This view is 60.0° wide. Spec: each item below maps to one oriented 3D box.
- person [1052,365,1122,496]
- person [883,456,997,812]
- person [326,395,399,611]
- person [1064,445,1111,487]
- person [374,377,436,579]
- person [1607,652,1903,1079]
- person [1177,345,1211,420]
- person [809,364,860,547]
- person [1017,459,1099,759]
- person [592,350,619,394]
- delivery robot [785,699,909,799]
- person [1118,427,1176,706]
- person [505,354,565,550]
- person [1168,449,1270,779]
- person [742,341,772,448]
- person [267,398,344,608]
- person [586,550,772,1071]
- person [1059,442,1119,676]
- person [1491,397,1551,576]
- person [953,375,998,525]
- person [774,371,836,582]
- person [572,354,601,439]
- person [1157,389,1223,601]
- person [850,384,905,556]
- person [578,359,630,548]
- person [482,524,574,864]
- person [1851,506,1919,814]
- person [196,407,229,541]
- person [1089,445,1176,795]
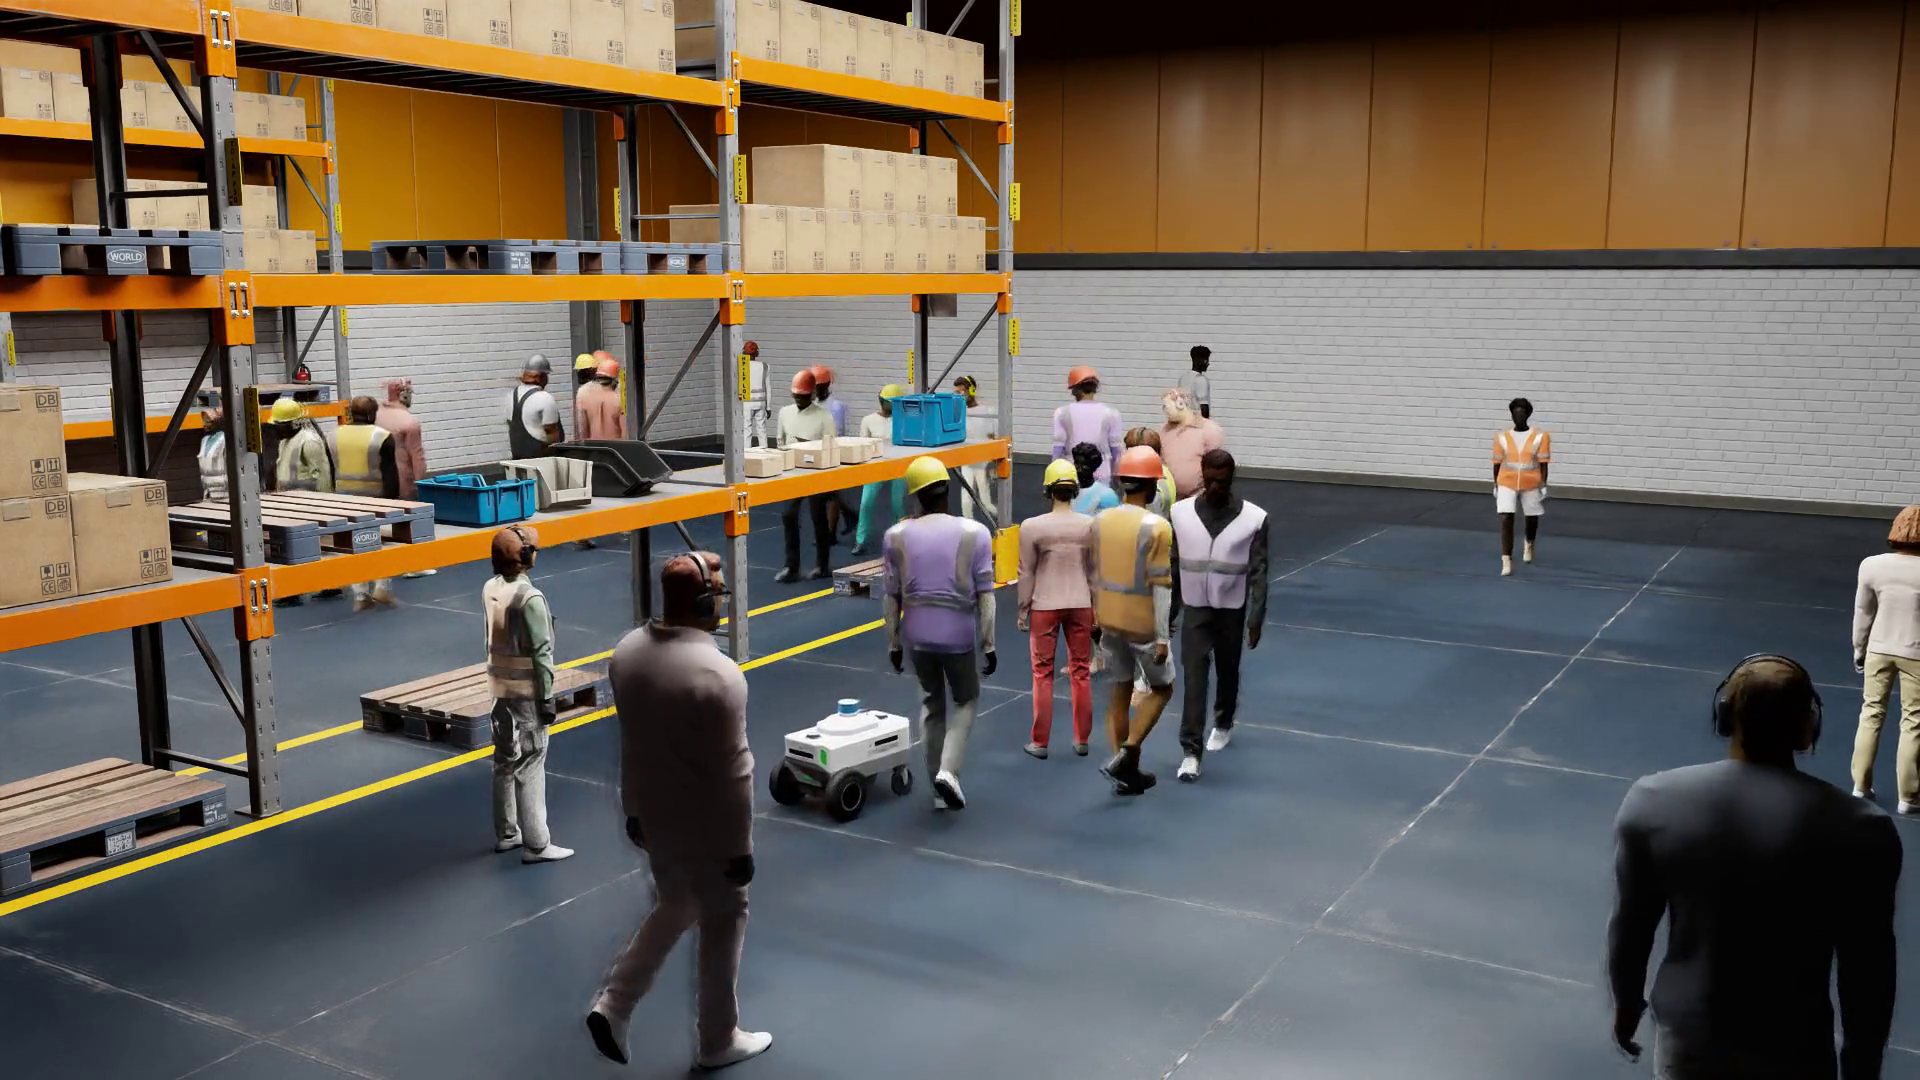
[{"bbox_3d":[1.158,-0.575,15.090,0.653,2.009,0.572,0,9,2],"label":"person"},{"bbox_3d":[-0.103,0.509,8.711,0.621,1.888,0.463,2,9,15],"label":"person"},{"bbox_3d":[-5.001,-0.310,14.038,0.656,1.822,0.474,1,9,8],"label":"person"},{"bbox_3d":[1.202,-0.389,15.240,0.492,1.600,0.725,-3,9,-16],"label":"person"},{"bbox_3d":[-5.179,-0.564,15.380,0.669,1.893,0.550,6,11,31],"label":"person"},{"bbox_3d":[2.005,1.210,4.250,0.655,1.914,0.803,5,10,30],"label":"person"},{"bbox_3d":[2.909,-1.418,20.523,0.373,1.960,0.601,-4,10,-23],"label":"person"},{"bbox_3d":[-1.323,-0.882,17.328,0.652,1.912,0.561,-6,11,-35],"label":"person"},{"bbox_3d":[0.586,0.405,9.781,0.522,1.763,0.335,-2,9,-15],"label":"person"},{"bbox_3d":[-4.230,-1.360,20.334,0.834,1.910,0.578,1,9,5],"label":"person"},{"bbox_3d":[-0.597,1.097,8.904,0.477,0.478,0.707,8,12,40],"label":"delivery robot"},{"bbox_3d":[1.211,0.172,10.972,0.429,1.839,0.634,2,9,13],"label":"person"},{"bbox_3d":[-4.309,-0.907,17.085,0.716,2.000,0.536,8,12,41],"label":"person"},{"bbox_3d":[1.467,0.393,9.572,0.601,1.861,1.046,2,9,15],"label":"person"},{"bbox_3d":[-2.950,-1.877,23.630,0.575,1.882,0.355,-4,10,-25],"label":"person"},{"bbox_3d":[-5.641,-0.312,14.147,0.781,1.782,0.650,-7,11,-37],"label":"person"},{"bbox_3d":[-0.973,0.975,5.807,0.657,1.885,0.594,8,12,41],"label":"person"},{"bbox_3d":[0.857,0.144,11.642,0.377,1.685,0.567,-6,11,-33],"label":"person"},{"bbox_3d":[5.305,-0.520,15.769,0.538,1.680,0.641,4,10,22],"label":"person"},{"bbox_3d":[0.202,-0.736,16.679,0.569,1.833,0.775,6,11,31],"label":"person"},{"bbox_3d":[-1.431,-0.571,15.255,0.638,1.951,0.816,4,10,25],"label":"person"},{"bbox_3d":[-4.301,-1.205,19.364,0.427,1.911,0.600,3,10,20],"label":"person"},{"bbox_3d":[1.901,-0.318,14.048,0.689,1.899,0.408,7,11,36],"label":"person"},{"bbox_3d":[-0.795,-0.690,16.709,0.639,1.735,0.620,0,9,3],"label":"person"},{"bbox_3d":[-3.694,-0.900,17.305,0.624,1.962,0.963,3,10,18],"label":"person"},{"bbox_3d":[-2.119,0.740,8.035,0.307,1.645,0.519,-9,13,-44],"label":"person"},{"bbox_3d":[4.979,0.628,8.798,0.275,1.629,0.500,-7,11,-36],"label":"person"},{"bbox_3d":[-6.817,-0.439,15.488,0.521,1.618,0.709,7,11,36],"label":"person"},{"bbox_3d":[0.937,0.449,8.995,0.539,1.920,0.462,8,12,42],"label":"person"}]
